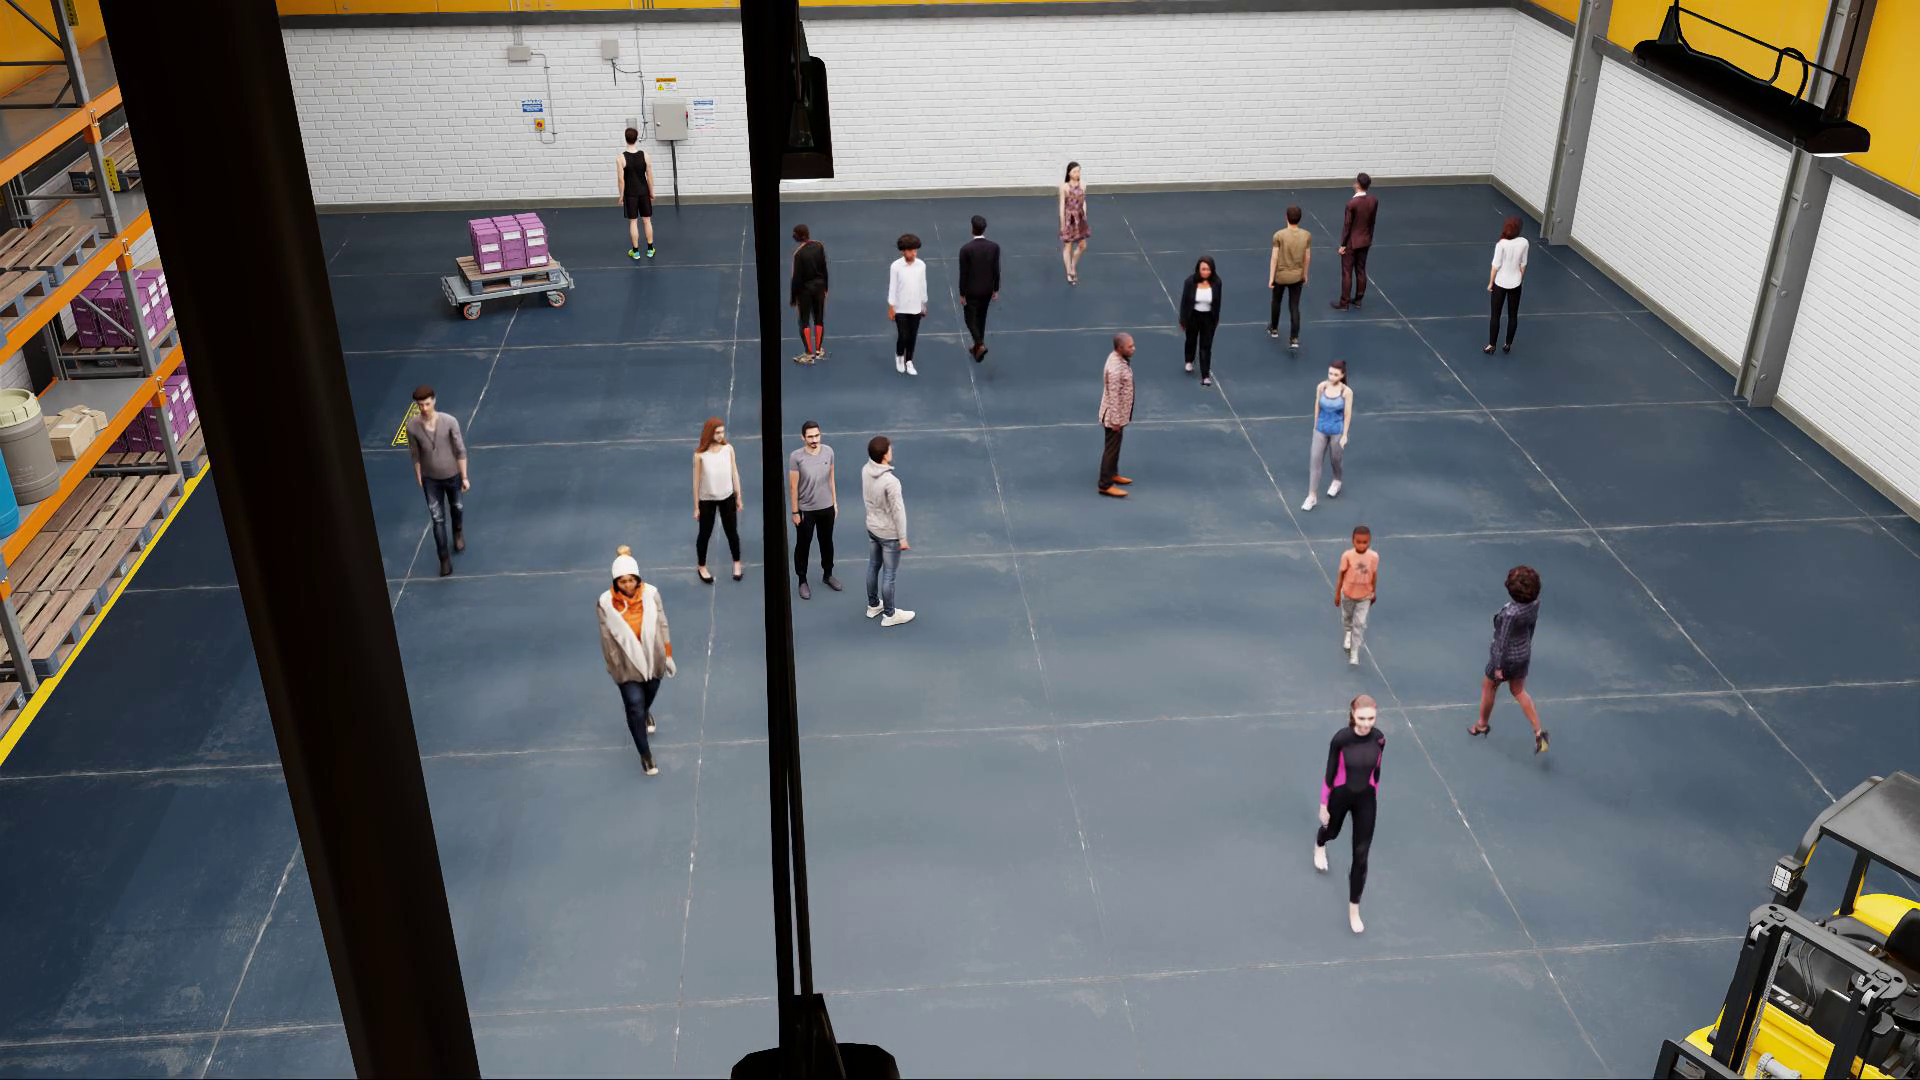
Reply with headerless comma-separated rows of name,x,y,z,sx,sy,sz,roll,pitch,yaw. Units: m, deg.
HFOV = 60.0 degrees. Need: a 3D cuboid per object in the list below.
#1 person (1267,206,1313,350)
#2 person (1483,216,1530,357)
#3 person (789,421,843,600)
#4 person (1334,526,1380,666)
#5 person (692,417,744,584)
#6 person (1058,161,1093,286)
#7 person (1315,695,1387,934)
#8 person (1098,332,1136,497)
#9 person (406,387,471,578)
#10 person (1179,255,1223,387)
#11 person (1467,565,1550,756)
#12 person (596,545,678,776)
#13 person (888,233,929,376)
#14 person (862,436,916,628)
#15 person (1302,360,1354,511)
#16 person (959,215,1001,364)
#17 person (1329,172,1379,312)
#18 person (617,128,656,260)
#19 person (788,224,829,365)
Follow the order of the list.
person,4.183,-3.281,21.032,0.728,1.812,1.205,1,29,1
person,6.867,-3.183,20.873,0.594,1.792,0.502,-2,29,-4
person,-1.372,-0.320,15.663,0.699,1.755,0.684,-15,32,-25
person,3.523,0.428,14.780,0.704,1.288,0.963,6,29,11
person,-2.325,-0.406,15.867,0.718,1.710,0.691,-9,30,-16
person,1.524,-4.416,23.165,0.756,1.762,0.809,-13,31,-23
person,2.741,1.814,11.796,0.631,1.711,1.127,1,29,2
person,1.620,-1.349,17.500,0.823,1.801,0.644,5,29,10
person,-5.019,-0.645,16.165,0.855,1.845,1.288,-8,30,-15
person,2.898,-2.706,20.229,0.691,1.570,1.079,-1,29,-2
person,4.484,0.991,13.337,0.897,1.681,1.066,-19,34,-31
person,-2.602,0.872,13.379,0.978,1.850,1.255,-14,31,-23
person,-0.678,-2.894,20.343,0.751,1.792,0.764,-12,31,-21
person,-0.706,-0.098,15.152,0.814,1.854,0.712,-22,35,-34
person,3.899,-1.136,17.329,0.902,1.591,1.006,18,33,30
person,0.255,-3.065,20.580,0.859,1.866,1.023,-10,30,-18
person,5.315,-3.997,22.288,0.762,1.865,0.738,-13,31,-23
person,-4.701,-5.039,24.171,0.756,1.892,0.703,-12,31,-20
person,-1.840,-3.099,20.724,0.823,1.787,0.825,-11,30,-19
